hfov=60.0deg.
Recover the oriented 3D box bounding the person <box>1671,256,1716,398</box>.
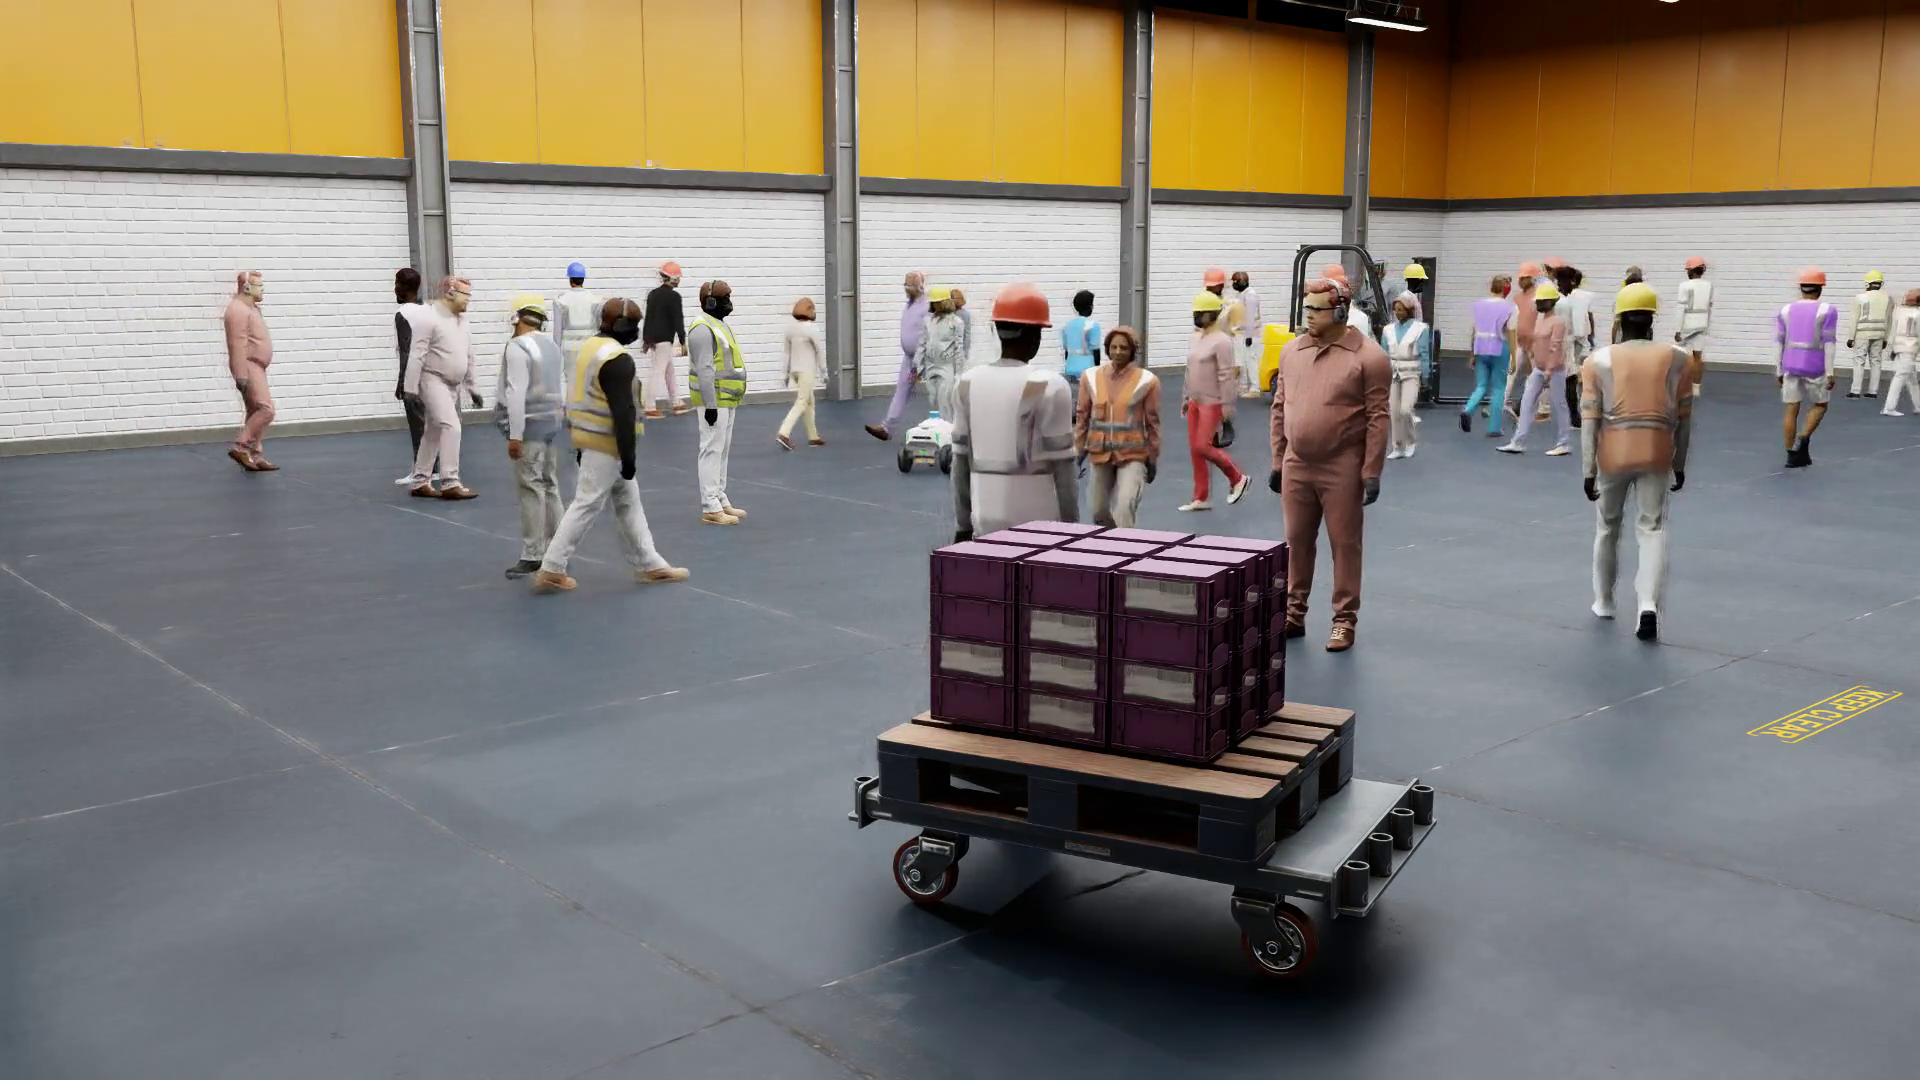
[{"bbox_3d":[10.473,-3.058,23.891,0.652,2.017,0.701,-2,10,-14],"label":"person"}]

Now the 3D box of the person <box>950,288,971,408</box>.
[{"bbox_3d":[0.029,-2.564,22.260,0.795,1.604,0.501,-9,13,-42],"label":"person"}]

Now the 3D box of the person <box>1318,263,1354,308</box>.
[{"bbox_3d":[4.170,-2.081,18.396,0.981,1.958,0.620,-3,10,-16],"label":"person"}]

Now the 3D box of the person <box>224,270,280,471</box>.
[{"bbox_3d":[-6.588,-1.566,15.537,0.429,1.888,0.678,-2,10,-12],"label":"person"}]

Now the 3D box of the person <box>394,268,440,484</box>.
[{"bbox_3d":[-4.841,-1.454,14.811,0.393,1.919,0.589,1,10,5],"label":"person"}]

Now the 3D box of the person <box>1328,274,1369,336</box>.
[{"bbox_3d":[3.345,-1.410,14.712,0.595,1.866,0.766,9,13,41],"label":"person"}]

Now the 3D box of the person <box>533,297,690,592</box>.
[{"bbox_3d":[-2.159,-0.564,10.051,0.954,1.787,0.632,-4,10,-21],"label":"person"}]

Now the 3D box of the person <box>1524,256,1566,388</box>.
[{"bbox_3d":[8.987,-3.280,25.219,0.798,2.007,0.642,6,11,31],"label":"person"}]

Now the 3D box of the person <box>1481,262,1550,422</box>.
[{"bbox_3d":[6.821,-2.373,20.122,1.038,1.932,0.627,-6,11,-31],"label":"person"}]

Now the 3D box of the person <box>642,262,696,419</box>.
[{"bbox_3d":[-3.636,-2.500,20.843,0.945,1.941,0.617,-8,13,-40],"label":"person"}]

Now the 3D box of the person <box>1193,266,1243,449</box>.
[{"bbox_3d":[2.638,-1.874,17.267,0.562,1.917,0.411,9,13,42],"label":"person"}]

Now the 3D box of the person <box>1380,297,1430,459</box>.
[{"bbox_3d":[4.379,-1.595,16.498,0.537,1.619,0.386,9,13,43],"label":"person"}]

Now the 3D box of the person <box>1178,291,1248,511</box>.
[{"bbox_3d":[1.988,-1.090,13.166,0.459,1.753,0.531,-4,10,-22],"label":"person"}]

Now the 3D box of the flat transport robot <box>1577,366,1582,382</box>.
[{"bbox_3d":[9.872,-2.696,26.900,0.652,0.197,1.431,7,12,36],"label":"flat transport robot"}]

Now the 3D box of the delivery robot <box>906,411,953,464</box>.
[{"bbox_3d":[-0.242,-0.971,15.693,0.477,0.478,0.707,3,10,18],"label":"delivery robot"}]

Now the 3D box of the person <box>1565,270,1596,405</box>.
[{"bbox_3d":[8.363,-2.772,22.773,0.551,1.830,0.828,0,10,-3],"label":"person"}]

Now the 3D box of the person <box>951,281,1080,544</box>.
[{"bbox_3d":[0.240,-0.095,6.865,0.555,1.919,0.415,8,12,39],"label":"person"}]

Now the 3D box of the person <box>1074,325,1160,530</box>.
[{"bbox_3d":[0.979,-0.501,10.104,0.524,1.615,0.622,4,11,23],"label":"person"}]

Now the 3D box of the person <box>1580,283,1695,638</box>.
[{"bbox_3d":[3.636,-0.437,8.966,0.581,1.889,0.901,3,10,15],"label":"person"}]

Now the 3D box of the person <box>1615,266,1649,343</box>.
[{"bbox_3d":[9.780,-3.044,24.266,1.066,1.877,0.641,0,10,-2],"label":"person"}]

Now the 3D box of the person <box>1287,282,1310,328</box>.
[{"bbox_3d":[5.321,-3.276,26.357,0.526,1.602,0.688,-9,13,-44],"label":"person"}]

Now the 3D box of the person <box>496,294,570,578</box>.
[{"bbox_3d":[-2.751,-0.667,10.622,0.407,1.784,0.681,2,10,11],"label":"person"}]

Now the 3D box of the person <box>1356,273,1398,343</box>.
[{"bbox_3d":[6.680,-3.506,26.895,0.658,1.883,1.012,9,13,42],"label":"person"}]

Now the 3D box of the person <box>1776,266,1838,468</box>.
[{"bbox_3d":[8.078,-1.639,15.875,0.403,1.923,0.578,-8,13,-39],"label":"person"}]

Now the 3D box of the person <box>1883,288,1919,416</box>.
[{"bbox_3d":[12.066,-2.354,20.958,0.795,1.604,0.545,0,10,2],"label":"person"}]

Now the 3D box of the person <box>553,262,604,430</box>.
[{"bbox_3d":[-4.420,-2.246,19.359,0.614,1.946,0.392,-3,10,-20],"label":"person"}]

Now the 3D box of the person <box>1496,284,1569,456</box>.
[{"bbox_3d":[5.845,-1.703,16.789,0.817,1.732,0.535,-2,10,-14],"label":"person"}]

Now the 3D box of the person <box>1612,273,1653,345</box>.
[{"bbox_3d":[8.230,-2.351,20.381,0.543,1.814,1.007,1,10,8],"label":"person"}]

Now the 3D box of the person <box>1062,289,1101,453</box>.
[{"bbox_3d":[1.210,-1.709,16.968,0.529,1.681,0.546,-7,12,-37],"label":"person"}]

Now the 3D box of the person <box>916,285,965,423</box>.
[{"bbox_3d":[-0.201,-1.740,17.033,0.503,1.734,0.473,6,11,32],"label":"person"}]

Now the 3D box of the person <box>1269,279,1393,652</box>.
[{"bbox_3d":[1.871,-0.381,8.575,0.641,1.904,0.401,8,13,40],"label":"person"}]

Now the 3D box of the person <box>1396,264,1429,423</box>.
[{"bbox_3d":[5.496,-2.396,20.298,0.370,1.927,0.588,3,10,14],"label":"person"}]

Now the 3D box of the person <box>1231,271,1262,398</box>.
[{"bbox_3d":[4.094,-2.941,23.829,0.434,1.819,0.653,-1,10,-5],"label":"person"}]

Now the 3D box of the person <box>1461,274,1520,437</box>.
[{"bbox_3d":[5.900,-2.041,18.498,0.584,1.827,0.597,-8,13,-40],"label":"person"}]

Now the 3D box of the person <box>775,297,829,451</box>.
[{"bbox_3d":[-1.699,-1.744,17.467,0.502,1.600,0.792,10,14,44],"label":"person"}]

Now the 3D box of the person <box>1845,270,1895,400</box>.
[{"bbox_3d":[12.839,-2.887,23.493,0.596,1.826,0.403,0,10,-2],"label":"person"}]

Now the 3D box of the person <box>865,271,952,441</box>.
[{"bbox_3d":[-0.501,-1.983,18.108,1.018,1.847,0.646,-6,11,-32],"label":"person"}]

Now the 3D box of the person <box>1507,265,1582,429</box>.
[{"bbox_3d":[6.964,-2.257,19.491,0.941,1.926,0.605,1,10,3],"label":"person"}]

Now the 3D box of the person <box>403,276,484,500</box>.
[{"bbox_3d":[-4.287,-1.258,13.863,0.772,1.849,0.668,2,10,12],"label":"person"}]

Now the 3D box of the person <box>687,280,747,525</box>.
[{"bbox_3d":[-1.831,-1.042,12.625,0.429,1.844,0.626,1,10,4],"label":"person"}]

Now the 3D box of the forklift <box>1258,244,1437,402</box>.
[{"bbox_3d":[5.256,-2.933,22.661,2.313,2.155,1.214,3,10,16],"label":"forklift"}]
